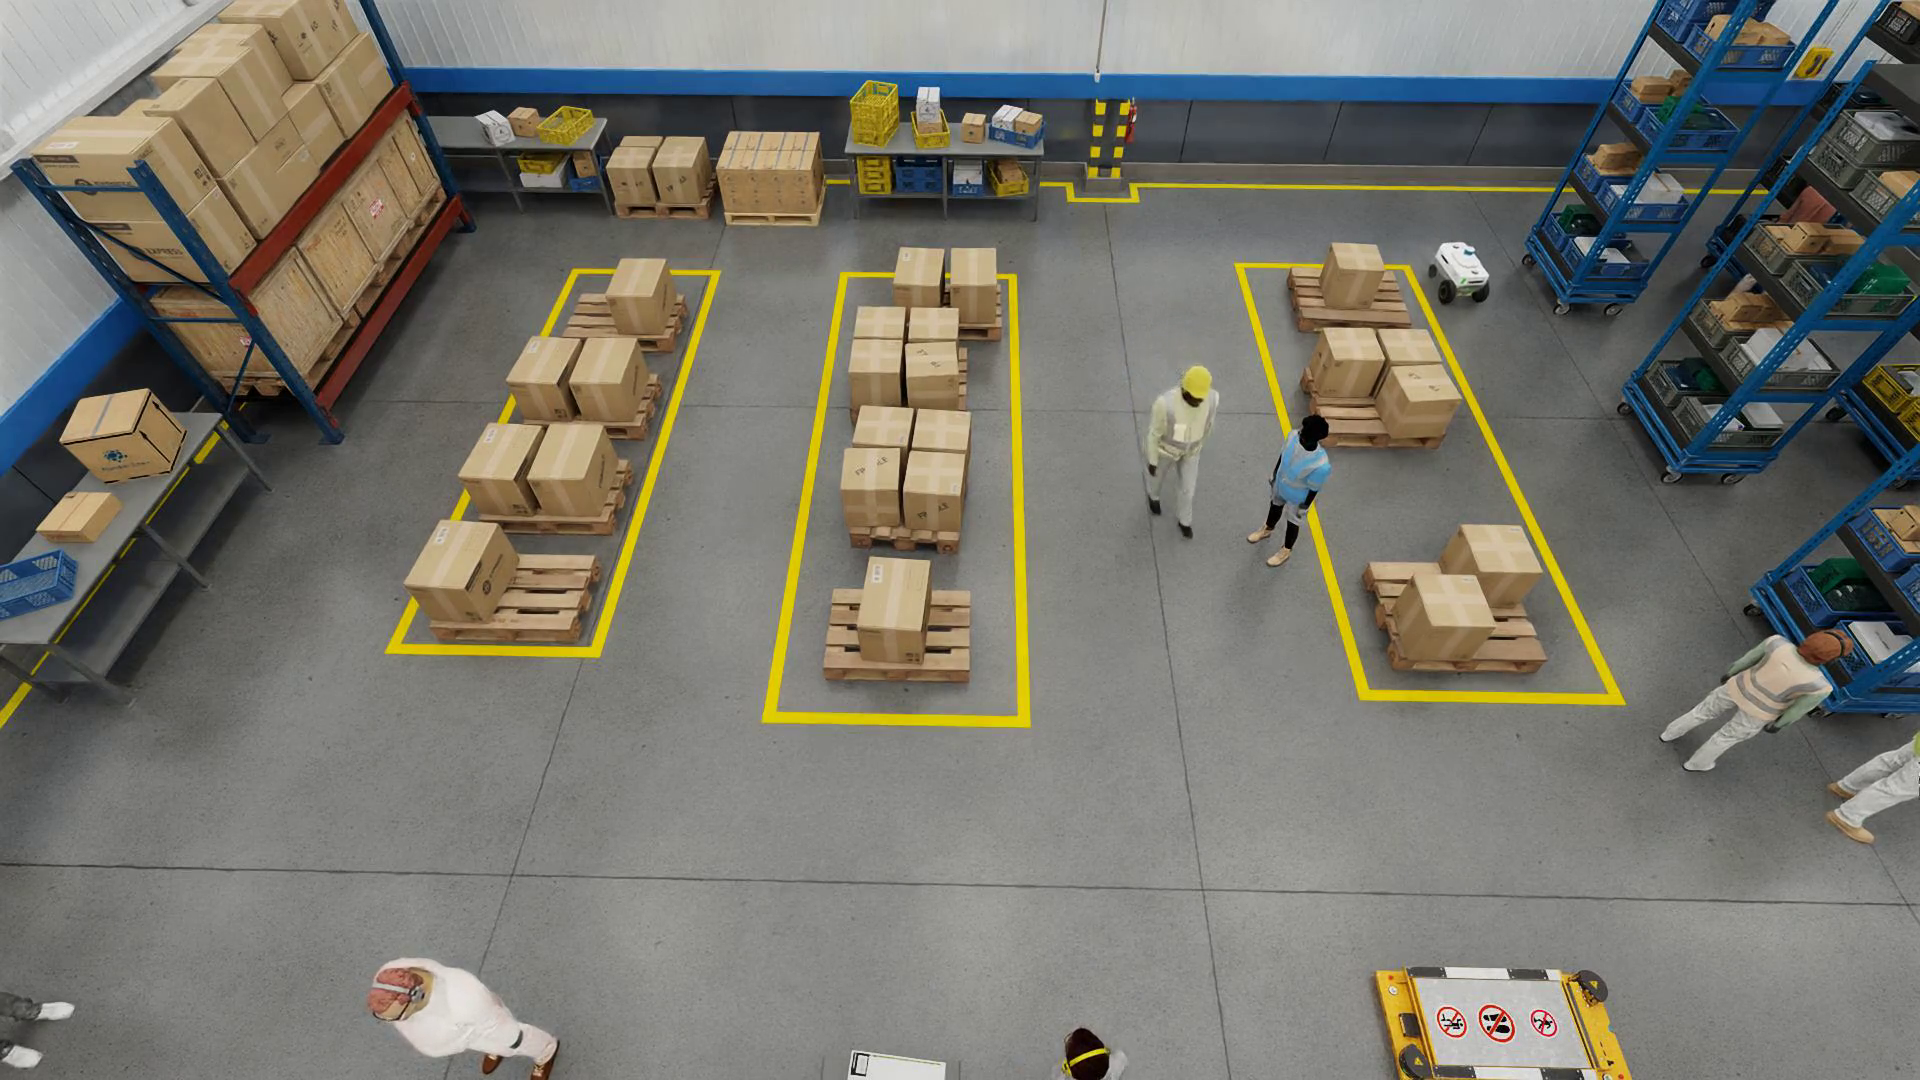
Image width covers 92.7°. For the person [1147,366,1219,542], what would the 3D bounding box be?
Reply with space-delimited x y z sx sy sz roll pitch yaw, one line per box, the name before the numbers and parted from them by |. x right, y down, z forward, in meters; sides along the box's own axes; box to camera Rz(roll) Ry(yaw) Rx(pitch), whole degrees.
person | 1.952 -0.736 8.087 0.603 1.807 0.751 -5 51 -4

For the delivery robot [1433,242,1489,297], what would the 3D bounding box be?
delivery robot | 5.952 -3.245 10.873 0.477 0.478 0.707 -4 51 -3

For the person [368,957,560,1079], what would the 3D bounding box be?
person | -2.801 2.747 5.190 0.648 1.900 0.400 12 52 10

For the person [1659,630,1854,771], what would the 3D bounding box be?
person | 5.747 1.162 6.649 0.315 1.632 0.520 -12 52 -9

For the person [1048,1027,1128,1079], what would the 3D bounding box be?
person | 0.604 3.000 4.998 0.513 1.872 0.331 -19 53 -15

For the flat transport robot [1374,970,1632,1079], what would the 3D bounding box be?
flat transport robot | 3.501 3.133 5.914 1.431 0.197 0.652 1 51 1

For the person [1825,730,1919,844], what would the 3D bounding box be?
person | 6.749 1.482 6.259 0.430 1.835 0.626 32 58 23

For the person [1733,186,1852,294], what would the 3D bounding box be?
person | 9.078 -3.158 9.950 0.406 1.981 0.624 -18 53 -14

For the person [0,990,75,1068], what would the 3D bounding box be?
person | -6.081 2.664 5.250 0.405 1.906 0.604 1 51 1

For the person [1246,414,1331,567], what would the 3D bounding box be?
person | 2.874 -0.439 7.918 0.322 1.691 0.534 -18 53 -14
